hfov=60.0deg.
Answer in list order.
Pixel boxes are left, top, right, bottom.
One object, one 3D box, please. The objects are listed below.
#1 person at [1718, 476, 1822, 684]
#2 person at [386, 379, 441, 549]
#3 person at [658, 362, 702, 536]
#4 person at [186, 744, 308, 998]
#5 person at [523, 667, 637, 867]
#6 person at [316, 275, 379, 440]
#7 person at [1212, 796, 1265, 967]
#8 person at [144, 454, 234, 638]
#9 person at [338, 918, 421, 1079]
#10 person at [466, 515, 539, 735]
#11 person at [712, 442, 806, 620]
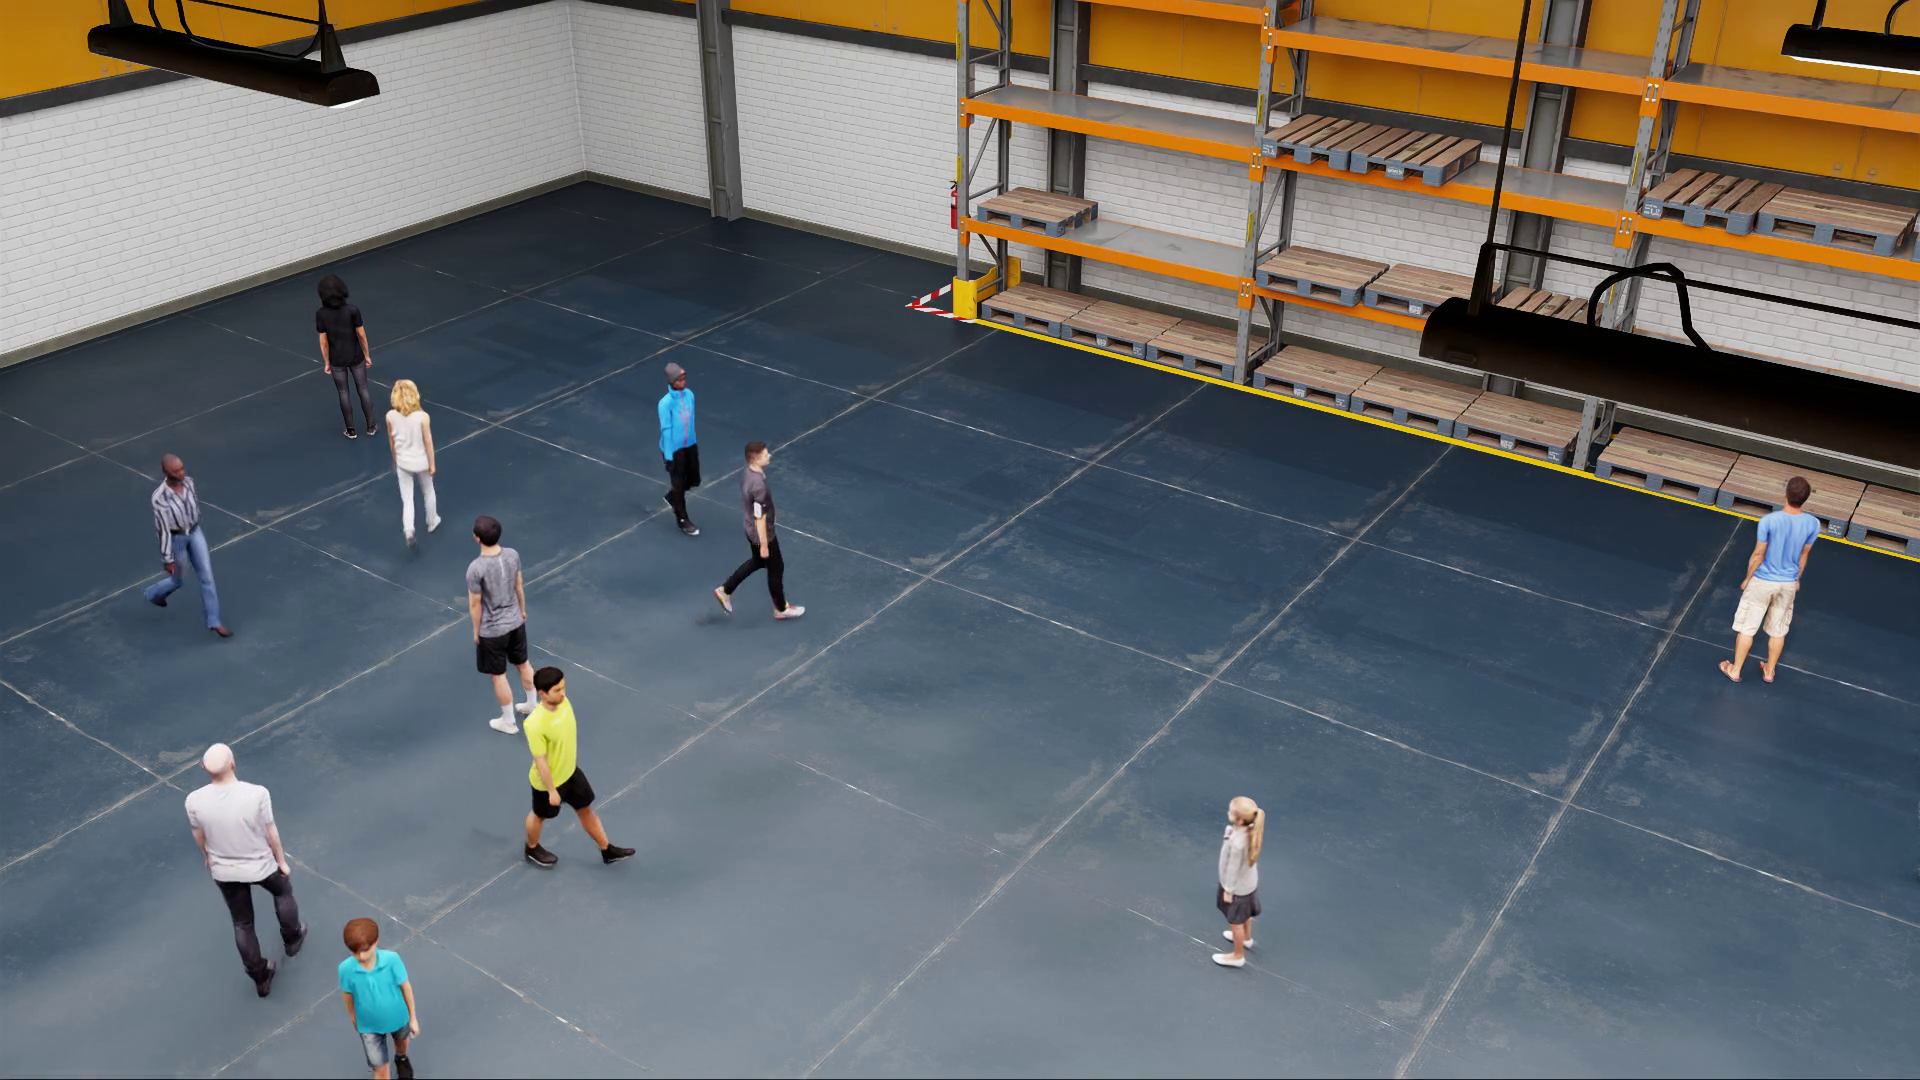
[{"bbox_3d":[6.723,0.335,13.733,0.677,1.864,0.791,2,29,4],"label":"person"},{"bbox_3d":[-5.259,-0.717,15.884,1.018,1.650,1.023,-2,29,-3],"label":"person"},{"bbox_3d":[-2.788,-0.902,16.086,0.767,1.781,0.637,20,34,32],"label":"person"},{"bbox_3d":[-4.528,2.124,10.501,0.970,1.817,1.033,-5,29,-10],"label":"person"},{"bbox_3d":[-2.907,1.608,11.611,1.125,1.661,0.815,10,30,17],"label":"person"},{"bbox_3d":[-6.660,-1.989,18.025,0.712,1.834,0.712,-11,31,-19],"label":"person"},{"bbox_3d":[1.837,2.216,10.903,0.572,1.272,0.556,11,31,20],"label":"person"},{"bbox_3d":[-6.792,0.044,14.385,1.162,1.749,0.809,11,30,19],"label":"person"},{"bbox_3d":[-3.396,2.748,9.790,0.875,1.402,1.040,-12,31,-20],"label":"person"},{"bbox_3d":[-3.610,0.670,13.119,0.517,1.864,0.642,19,34,31],"label":"person"},{"bbox_3d":[-1.819,-0.056,14.571,1.076,1.748,1.066,-7,29,-13],"label":"person"}]
